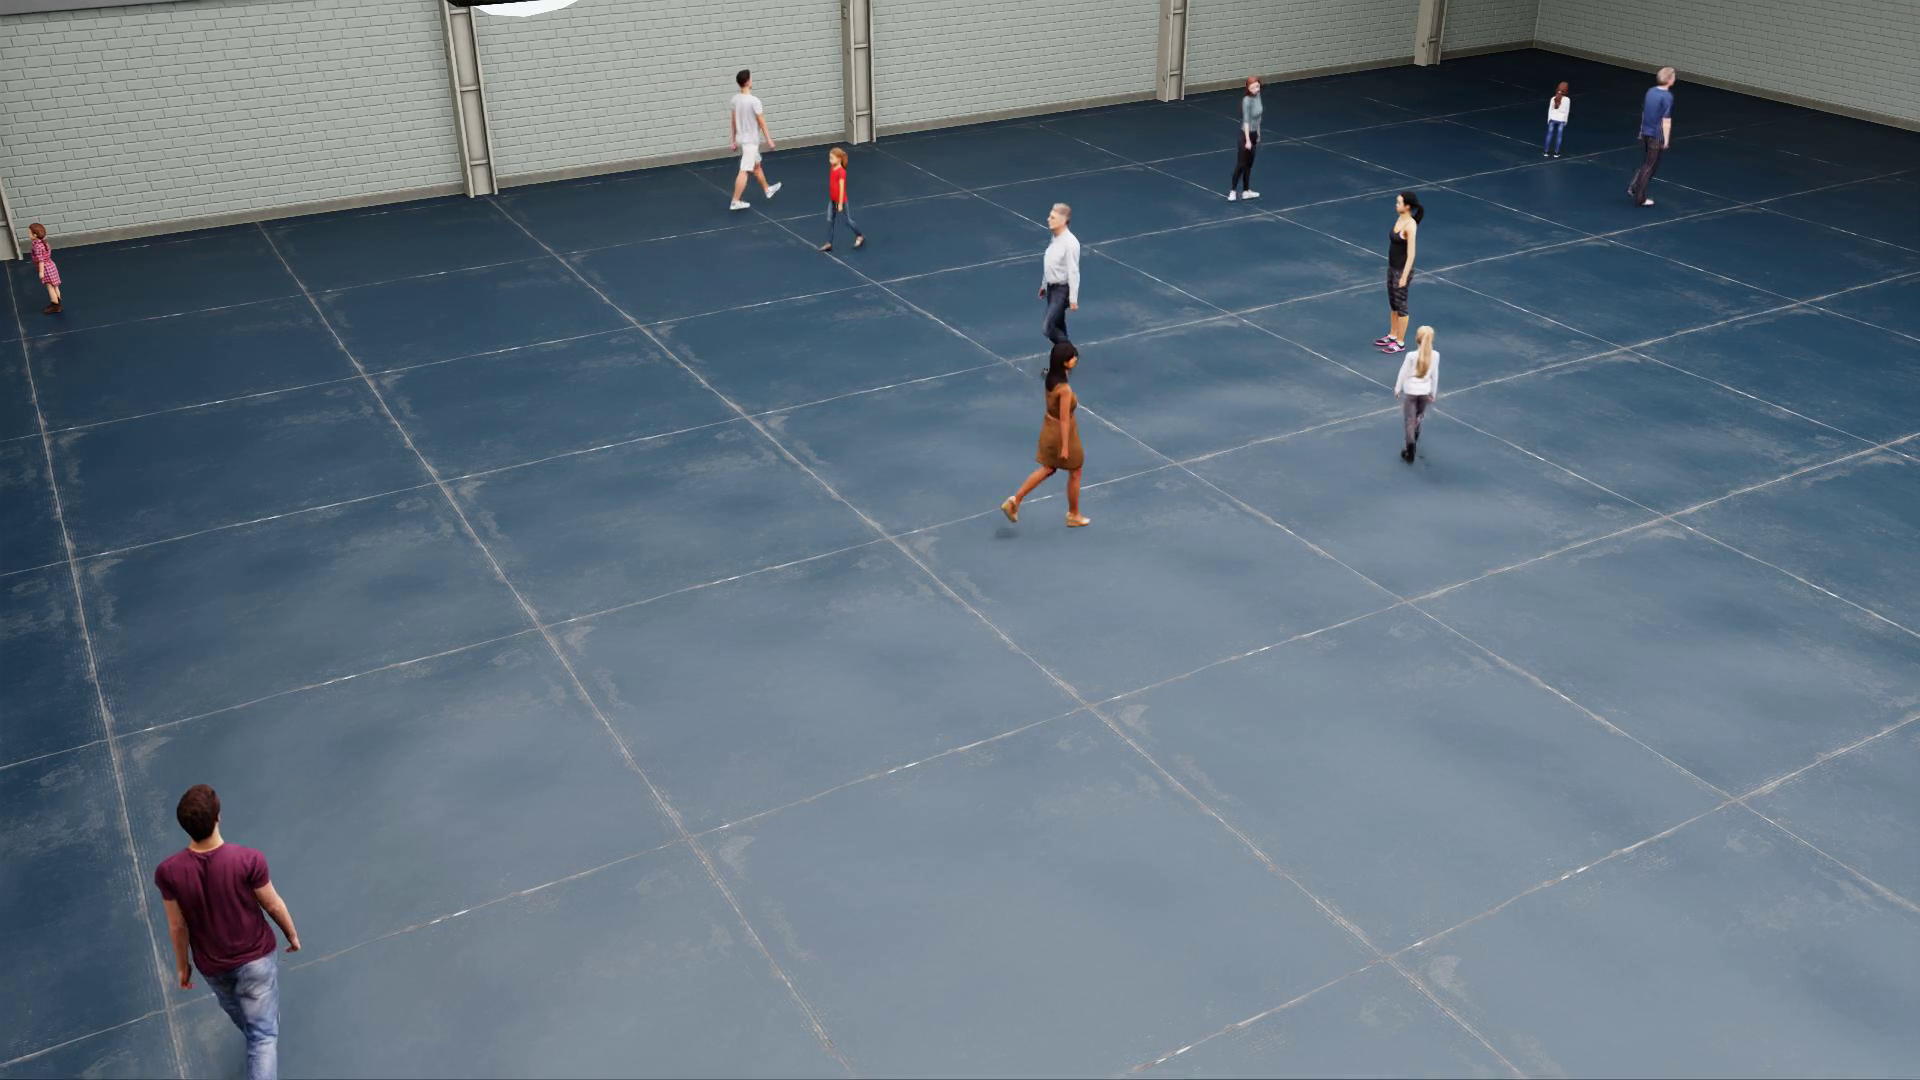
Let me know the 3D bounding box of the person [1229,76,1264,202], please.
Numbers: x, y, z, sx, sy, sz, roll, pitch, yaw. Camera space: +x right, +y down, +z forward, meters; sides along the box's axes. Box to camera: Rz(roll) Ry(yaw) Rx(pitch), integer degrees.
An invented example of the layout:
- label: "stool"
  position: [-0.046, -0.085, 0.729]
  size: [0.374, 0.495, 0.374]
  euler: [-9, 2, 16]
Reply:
- label: "person"
  position: [3.987, -5.515, 22.789]
  size: [0.845, 1.722, 0.666]
  euler: [9, 29, 17]

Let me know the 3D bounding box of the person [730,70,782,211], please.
- label: "person"
  position: [-2.904, -5.315, 22.312]
  size: [1.272, 1.803, 0.880]
  euler: [-24, 35, -38]

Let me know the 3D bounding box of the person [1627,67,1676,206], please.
- label: "person"
  position: [9.308, -5.444, 22.505]
  size: [0.771, 1.855, 0.761]
  euler: [-6, 28, -12]

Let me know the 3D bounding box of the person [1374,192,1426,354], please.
- label: "person"
  position: [4.676, -2.840, 17.589]
  size: [0.647, 1.727, 0.639]
  euler: [-3, 27, -5]

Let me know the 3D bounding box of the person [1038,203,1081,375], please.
- label: "person"
  position: [1.088, -2.542, 16.921]
  size: [0.751, 1.808, 0.730]
  euler: [-8, 28, -15]

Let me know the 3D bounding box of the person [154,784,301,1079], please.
- label: "person"
  position: [-3.498, 2.057, 7.995]
  size: [1.211, 1.804, 1.027]
  euler: [-4, 28, -8]

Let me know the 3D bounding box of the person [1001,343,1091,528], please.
- label: "person"
  position: [0.742, -0.818, 13.731]
  size: [1.053, 1.663, 0.705]
  euler: [-8, 28, -16]

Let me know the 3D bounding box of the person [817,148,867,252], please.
- label: "person"
  position: [-1.449, -4.251, 20.805]
  size: [0.894, 1.291, 0.527]
  euler: [-18, 32, -31]

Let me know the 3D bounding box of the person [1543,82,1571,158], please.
- label: "person"
  position: [9.019, -6.356, 25.091]
  size: [0.527, 1.110, 0.582]
  euler: [11, 29, 20]

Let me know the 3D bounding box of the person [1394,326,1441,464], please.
- label: "person"
  position: [4.174, -1.307, 15.117]
  size: [0.735, 1.264, 0.711]
  euler: [-3, 27, -7]

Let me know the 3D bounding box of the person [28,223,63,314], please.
- label: "person"
  position: [-10.363, -3.090, 18.844]
  size: [0.509, 1.022, 0.479]
  euler: [-5, 28, -10]
